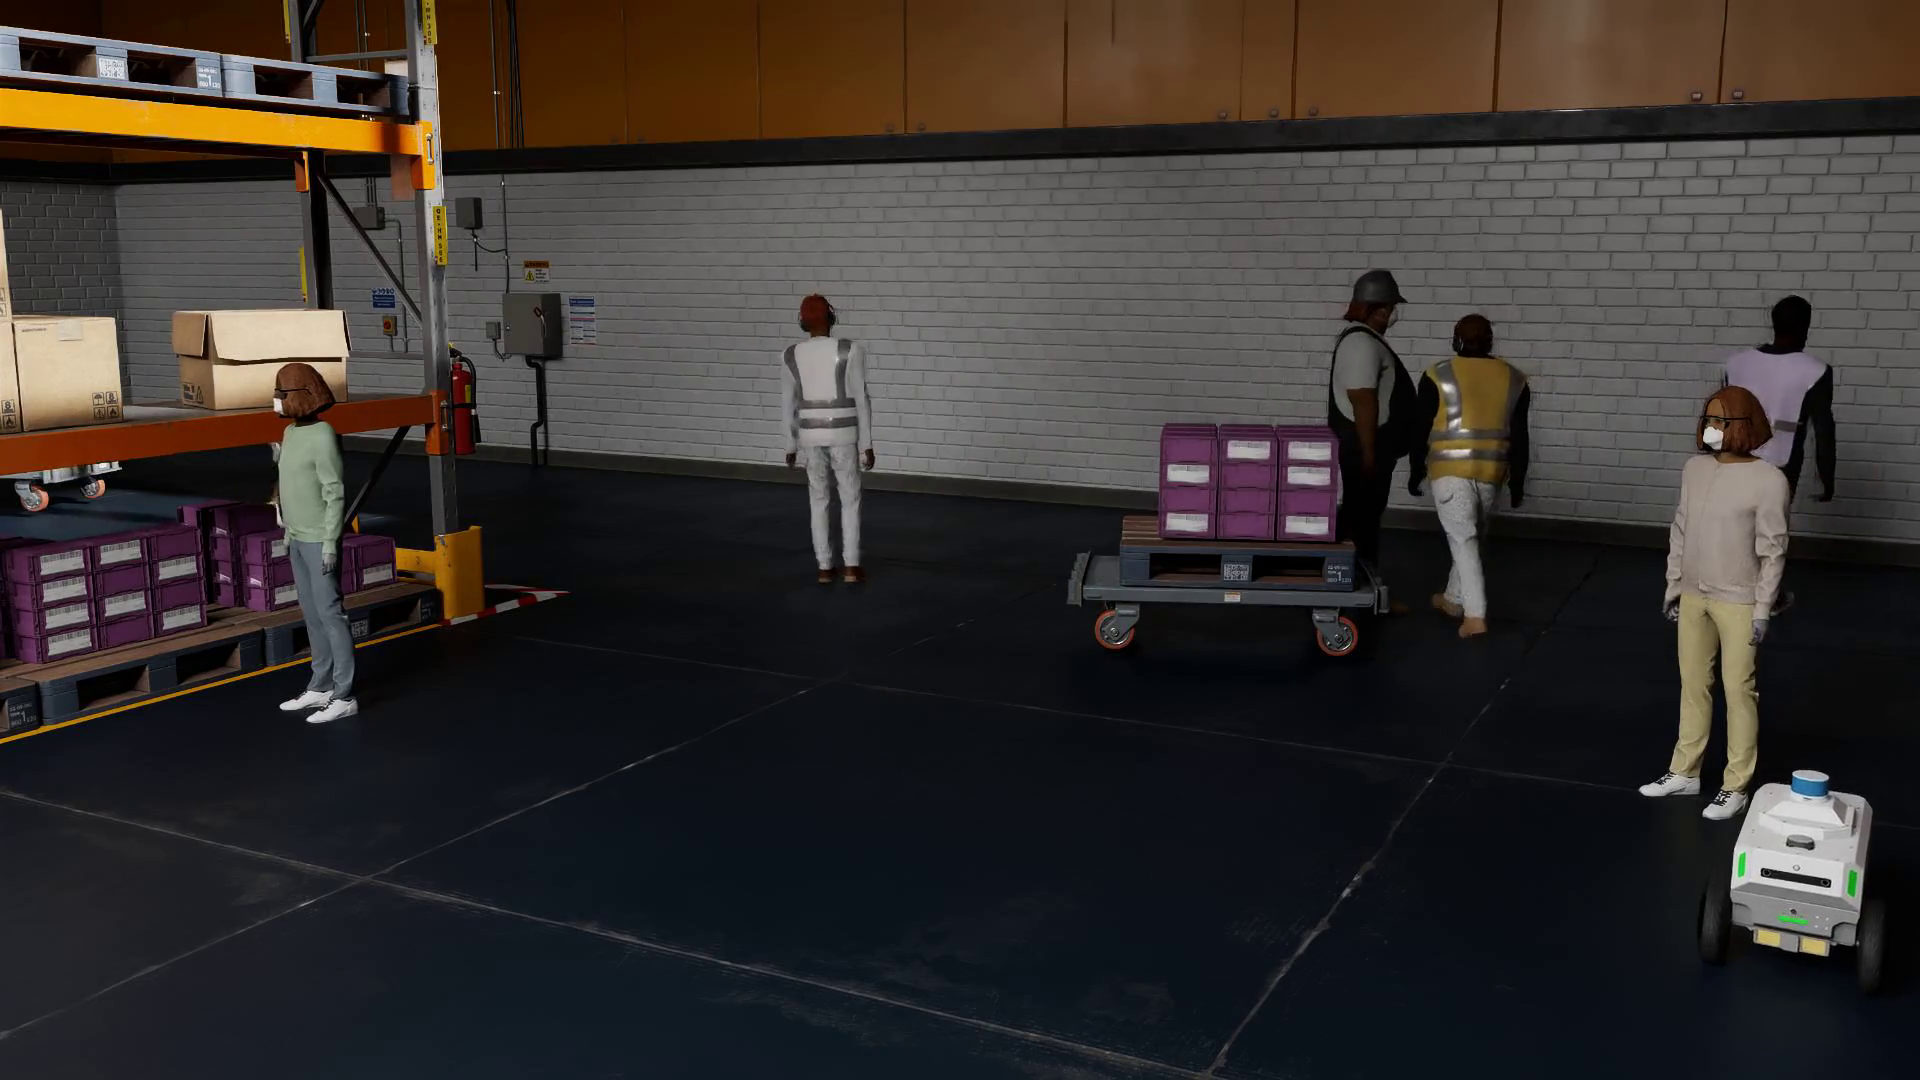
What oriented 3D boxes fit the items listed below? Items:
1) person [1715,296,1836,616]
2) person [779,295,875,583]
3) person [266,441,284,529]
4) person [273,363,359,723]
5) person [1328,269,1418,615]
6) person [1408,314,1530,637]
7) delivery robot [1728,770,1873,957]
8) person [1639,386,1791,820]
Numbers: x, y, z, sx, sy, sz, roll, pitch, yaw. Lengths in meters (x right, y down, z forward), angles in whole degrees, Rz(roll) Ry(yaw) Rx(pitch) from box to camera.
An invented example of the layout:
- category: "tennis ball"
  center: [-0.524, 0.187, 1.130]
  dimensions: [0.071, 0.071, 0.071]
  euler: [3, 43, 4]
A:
- category: "person"
  center: [4.669, -0.428, 9.422]
  dimensions: [0.948, 1.872, 0.612]
  euler: [-7, 12, -34]
- category: "person"
  center: [-0.855, -0.629, 10.701]
  dimensions: [0.644, 1.859, 0.377]
  euler: [2, 10, 13]
- category: "person"
  center: [-4.988, -0.853, 12.458]
  dimensions: [0.536, 1.683, 0.389]
  euler: [2, 10, 9]
- category: "person"
  center: [-2.958, 0.011, 7.589]
  dimensions: [0.271, 1.632, 0.508]
  euler: [-9, 13, -42]
- category: "person"
  center: [2.461, -0.590, 9.893]
  dimensions: [0.535, 2.000, 0.684]
  euler: [2, 10, 9]
- category: "person"
  center: [2.884, -0.369, 9.385]
  dimensions: [0.624, 1.795, 0.969]
  euler: [-1, 10, -9]
- category: "delivery robot"
  center: [2.562, 0.942, 5.047]
  dimensions: [0.477, 0.478, 0.707]
  euler: [6, 11, 30]
- category: "person"
  center: [2.873, 0.233, 6.301]
  dimensions: [0.280, 1.634, 0.498]
  euler: [-4, 11, -22]
